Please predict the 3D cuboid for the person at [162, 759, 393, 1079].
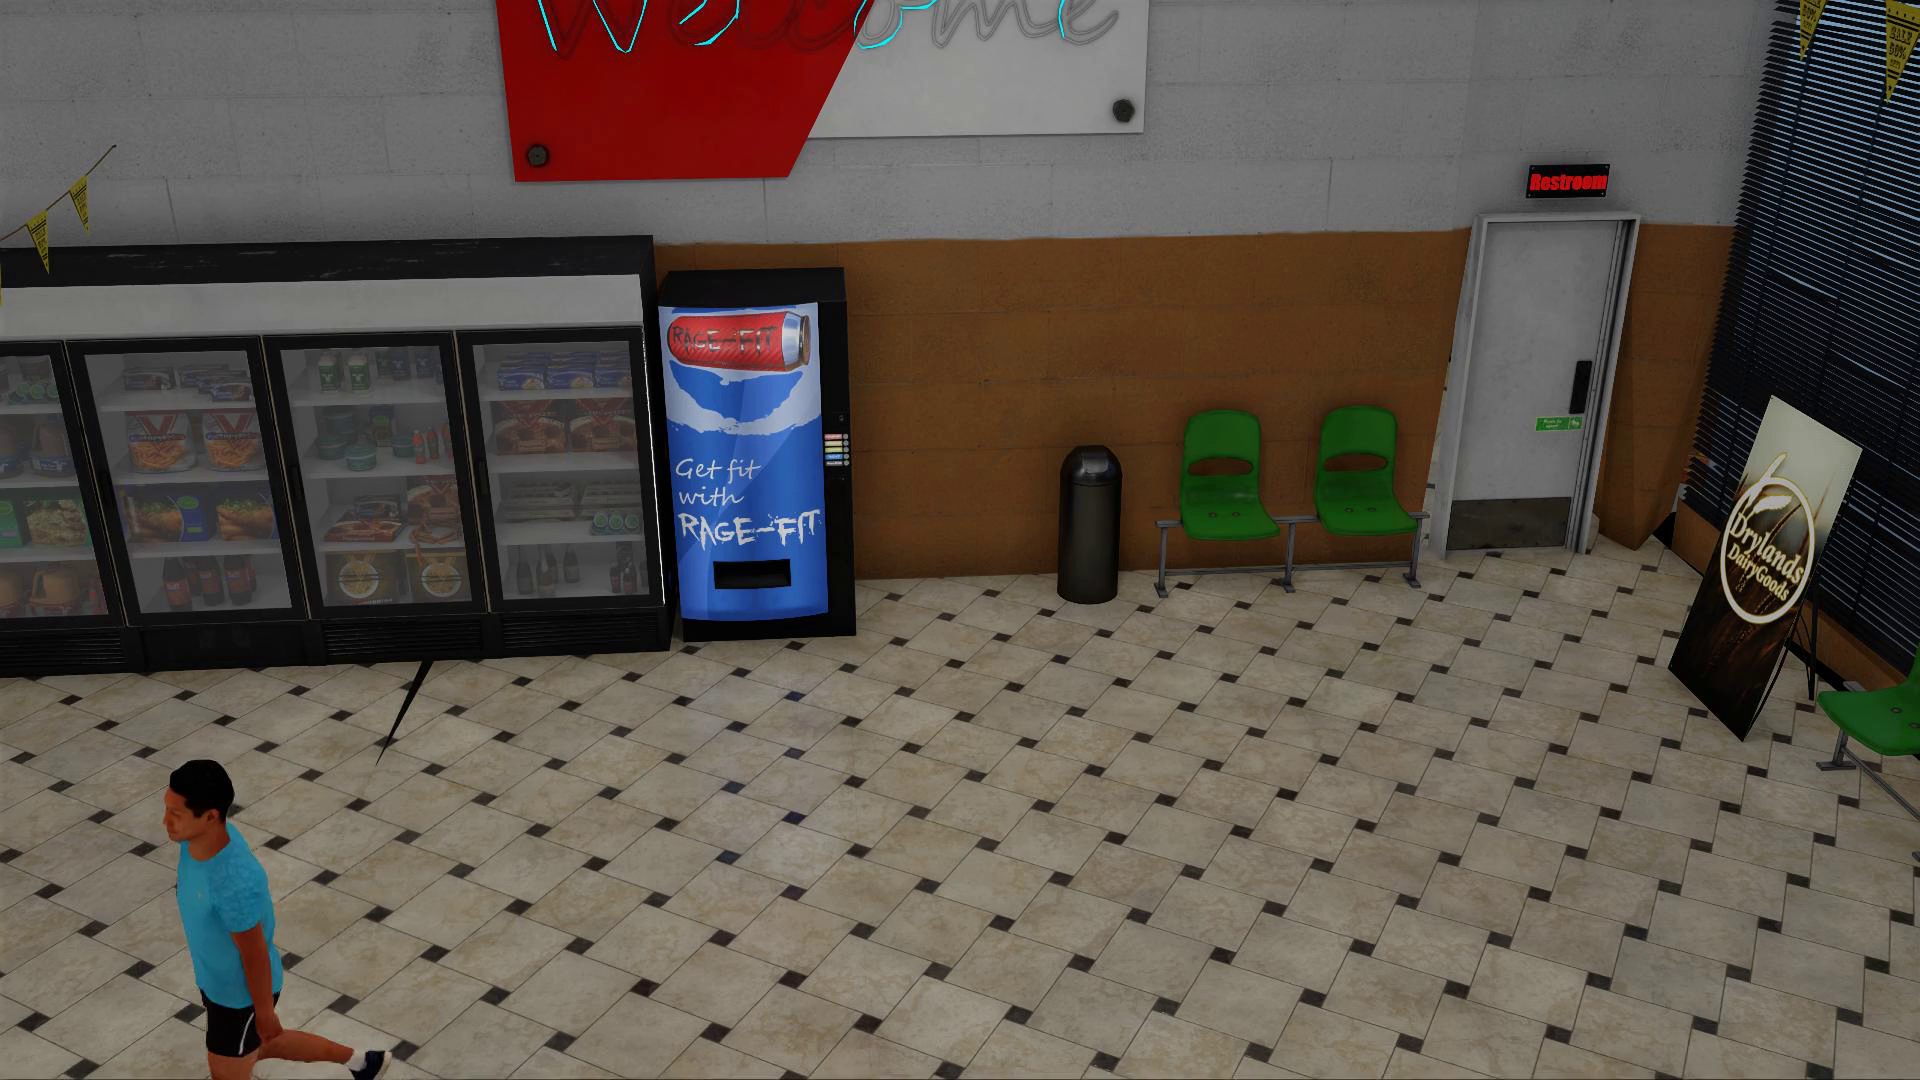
[{"bbox_3d":[-2.414,1.510,5.793,0.987,1.753,1.020,-17,29,-33],"label":"person"}]
